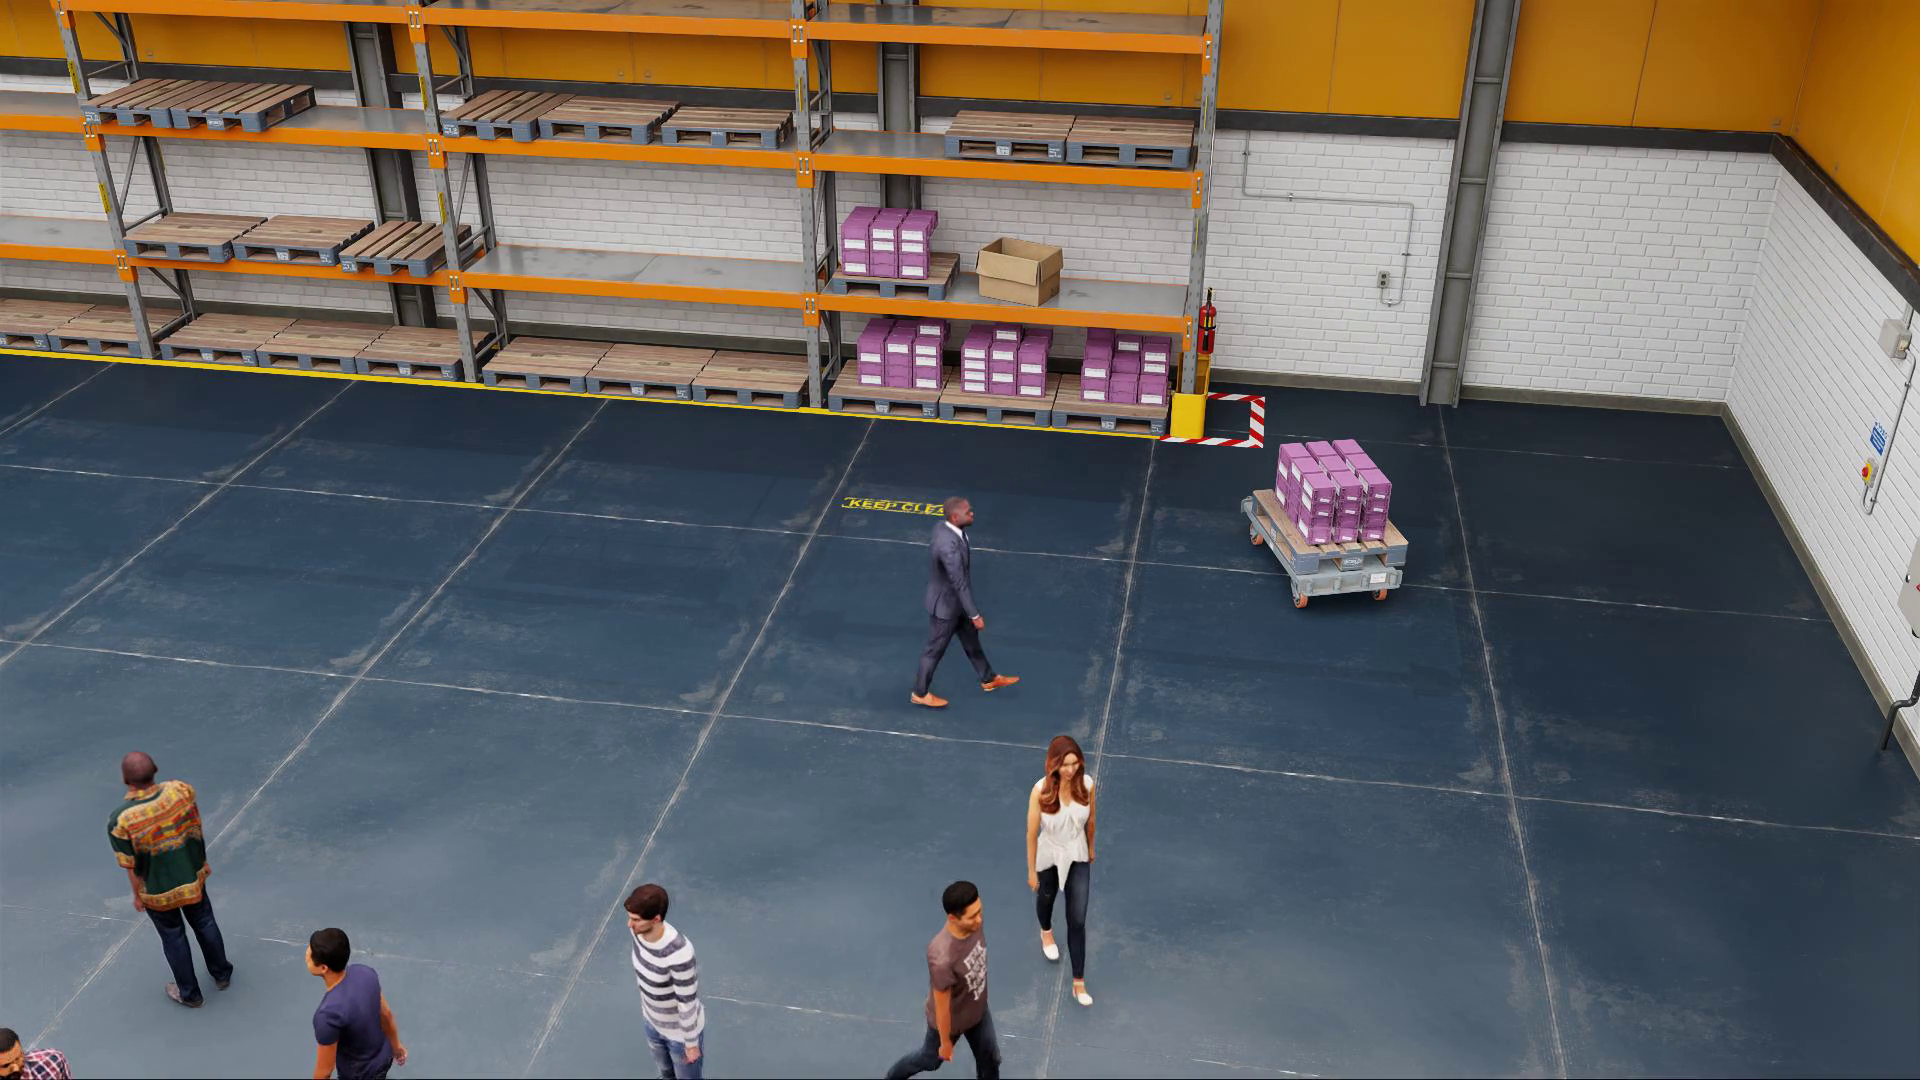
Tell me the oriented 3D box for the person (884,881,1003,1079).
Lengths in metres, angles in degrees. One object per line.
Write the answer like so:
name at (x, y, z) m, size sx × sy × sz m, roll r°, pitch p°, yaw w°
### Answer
person at (-0.118, 2.535, 9.019) m, size 1.220 × 1.732 × 0.921 m, roll 16°, pitch 33°, yaw 27°

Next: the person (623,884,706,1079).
person at (-1.501, 2.546, 8.890) m, size 0.816 × 1.837 × 0.724 m, roll -25°, pitch 37°, yaw -38°

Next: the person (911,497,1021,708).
person at (-0.175, 0.498, 12.692) m, size 1.130 × 1.791 × 0.808 m, roll 1°, pitch 29°, yaw 2°

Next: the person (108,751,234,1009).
person at (-4.696, 2.009, 9.905) m, size 0.827 × 1.808 × 0.811 m, roll 21°, pitch 35°, yaw 33°

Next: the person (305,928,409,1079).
person at (-2.992, 2.754, 8.594) m, size 1.161 × 1.756 × 0.744 m, roll 1°, pitch 29°, yaw 3°

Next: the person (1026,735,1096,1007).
person at (0.579, 1.900, 10.166) m, size 1.074 × 1.750 × 0.938 m, roll -6°, pitch 29°, yaw -11°
